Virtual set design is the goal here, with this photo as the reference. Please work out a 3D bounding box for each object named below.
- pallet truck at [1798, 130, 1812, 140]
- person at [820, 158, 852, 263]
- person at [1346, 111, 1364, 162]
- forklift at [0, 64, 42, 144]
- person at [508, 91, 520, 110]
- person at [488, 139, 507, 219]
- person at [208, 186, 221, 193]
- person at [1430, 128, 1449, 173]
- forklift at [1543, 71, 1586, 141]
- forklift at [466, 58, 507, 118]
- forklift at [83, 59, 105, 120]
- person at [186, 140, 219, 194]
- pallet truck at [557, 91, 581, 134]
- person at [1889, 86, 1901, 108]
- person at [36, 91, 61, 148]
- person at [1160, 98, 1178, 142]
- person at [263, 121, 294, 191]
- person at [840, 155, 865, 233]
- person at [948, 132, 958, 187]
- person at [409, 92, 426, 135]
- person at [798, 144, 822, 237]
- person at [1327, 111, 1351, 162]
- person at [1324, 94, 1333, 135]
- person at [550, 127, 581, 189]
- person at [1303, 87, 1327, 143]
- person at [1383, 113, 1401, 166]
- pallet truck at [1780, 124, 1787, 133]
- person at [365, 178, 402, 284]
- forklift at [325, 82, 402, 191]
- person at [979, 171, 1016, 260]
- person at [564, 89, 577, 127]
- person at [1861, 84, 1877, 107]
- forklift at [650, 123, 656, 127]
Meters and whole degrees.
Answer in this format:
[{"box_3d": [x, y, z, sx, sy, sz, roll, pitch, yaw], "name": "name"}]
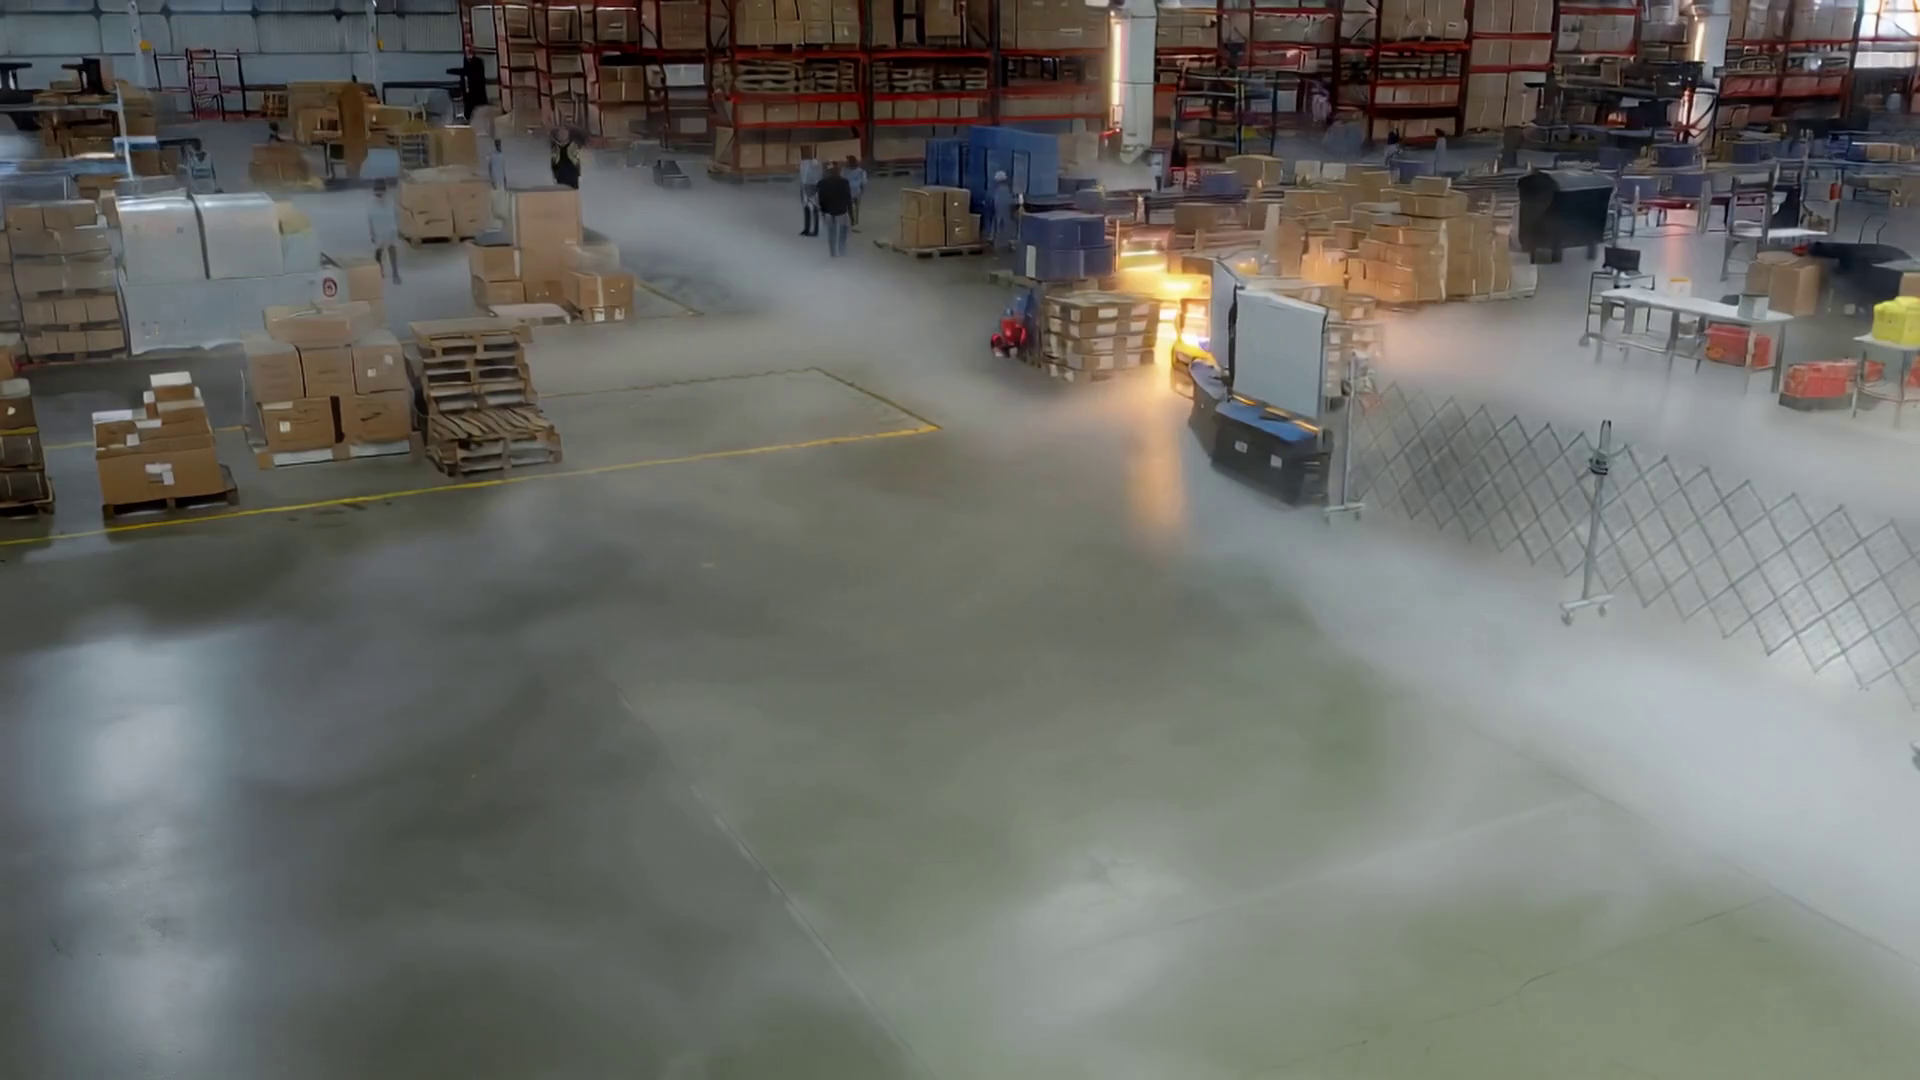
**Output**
[{"box_3d": [25.526, -11.556, 49.408, 1.630, 1.274, 0.653, -9, 20, -26], "name": "pallet truck"}, {"box_3d": [-2.384, -6.387, 32.210, 0.654, 1.964, 0.836, 2, 18, 7], "name": "person"}, {"box_3d": [11.699, -11.791, 49.305, 0.470, 1.812, 0.609, -12, 21, -32], "name": "person"}, {"box_3d": [-34.306, -15.613, 59.508, 1.129, 2.768, 1.873, 10, 20, 27], "name": "forklift"}, {"box_3d": [-17.597, -16.904, 65.611, 0.527, 1.582, 0.898, 7, 19, 20], "name": "person"}, {"box_3d": [-10.645, -8.341, 38.541, 0.541, 1.830, 0.918, -16, 24, -41], "name": "person"}, {"box_3d": [-12.575, -5.113, 28.443, 0.819, 1.837, 0.570, 7, 19, 20], "name": "person"}, {"box_3d": [13.201, -10.541, 45.775, 0.878, 1.585, 0.532, 1, 18, 2], "name": "person"}, {"box_3d": [18.685, -13.231, 52.085, 1.873, 2.768, 1.129, -9, 20, -26], "name": "forklift"}, {"box_3d": [-18.924, -17.485, 65.347, 1.873, 2.768, 1.129, 4, 18, 13], "name": "forklift"}, {"box_3d": [-33.599, -17.300, 64.770, 1.873, 2.768, 1.129, -16, 24, -41], "name": "forklift"}, {"box_3d": [-17.335, -8.218, 38.071, 0.595, 1.879, 0.964, -11, 21, -30], "name": "person"}, {"box_3d": [-13.495, -14.412, 57.188, 0.823, 1.965, 1.885, -3, 18, -9], "name": "pallet truck"}, {"box_3d": [36.977, -17.084, 65.890, 0.313, 1.769, 0.523, -4, 18, -11], "name": "person"}, {"box_3d": [-31.850, -14.689, 58.144, 0.636, 1.939, 0.362, -6, 19, -18], "name": "person"}, {"box_3d": [7.730, -15.311, 60.649, 0.864, 1.589, 0.518, 5, 18, 14], "name": "person"}, {"box_3d": [-18.253, -10.209, 44.328, 0.937, 1.855, 0.584, -12, 21, -33], "name": "person"}, {"box_3d": [-2.361, -7.551, 36.327, 0.553, 1.655, 0.852, 0, 18, 1], "name": "person"}, {"box_3d": [-0.156, -9.331, 41.719, 0.308, 1.769, 0.525, 4, 18, 14], "name": "person"}, {"box_3d": [-19.062, -14.791, 58.520, 0.592, 1.910, 0.387, 2, 18, 7], "name": "person"}, {"box_3d": [-3.228, -7.477, 35.617, 0.614, 1.963, 0.362, 14, 22, 37], "name": "person"}, {"box_3d": [10.927, -11.383, 47.916, 0.659, 1.891, 0.642, -5, 19, -16], "name": "person"}, {"box_3d": [13.582, -15.472, 60.971, 0.483, 1.685, 0.555, -6, 19, -18], "name": "person"}, {"box_3d": [-9.421, -8.877, 39.862, 0.713, 2.000, 0.861, -1, 18, -3], "name": "person"}, {"box_3d": [12.951, -15.336, 60.095, 1.067, 1.991, 0.614, -5, 18, -15], "name": "person"}, {"box_3d": [13.289, -12.236, 50.959, 0.890, 1.643, 0.543, -13, 22, -36], "name": "person"}, {"box_3d": [25.206, -12.542, 52.601, 1.601, 1.201, 0.680, 0, 18, -2], "name": "pallet truck"}, {"box_3d": [-10.300, -5.527, 29.706, 0.550, 1.876, 0.998, -10, 21, -30], "name": "person"}, {"box_3d": [-16.190, -10.896, 44.803, 1.873, 2.768, 1.129, -9, 20, -26], "name": "forklift"}, {"box_3d": [0.804, -6.347, 32.497, 0.924, 1.713, 0.547, -7, 19, -20], "name": "person"}, {"box_3d": [-14.392, -15.686, 61.412, 0.429, 1.842, 0.637, 8, 20, 25], "name": "person"}, {"box_3d": [34.797, -16.502, 63.820, 0.404, 1.921, 0.582, -10, 20, -29], "name": "person"}, {"box_3d": [-12.180, -18.377, 68.125, 1.873, 2.768, 1.129, -9, 20, -26], "name": "forklift"}]
